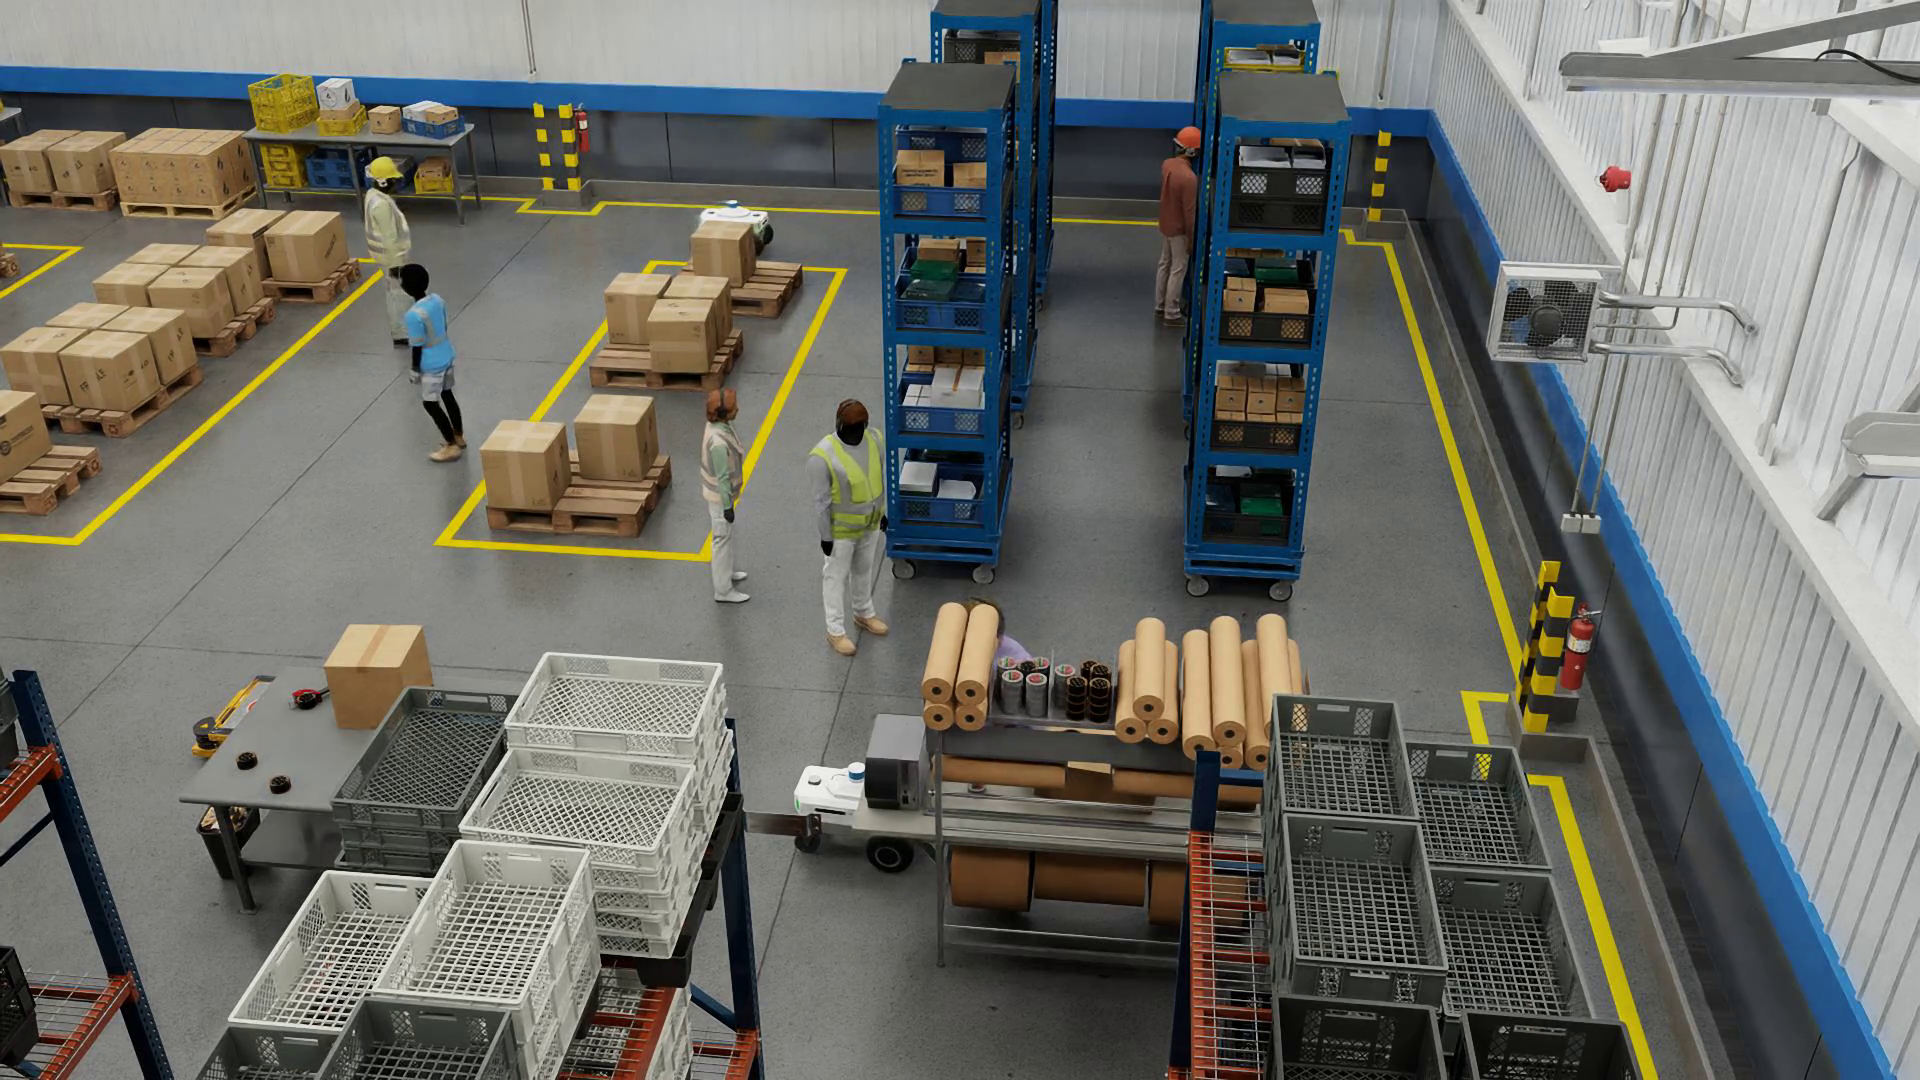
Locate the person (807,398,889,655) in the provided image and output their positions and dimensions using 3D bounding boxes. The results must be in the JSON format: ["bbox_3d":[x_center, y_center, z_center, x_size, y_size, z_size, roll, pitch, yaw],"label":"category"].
[{"bbox_3d":[-0.722,-0.114,11.296,0.430,1.840,0.620,26,39,37],"label":"person"}]

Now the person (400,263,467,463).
[{"bbox_3d":[-4.357,-1.475,13.784,0.334,1.686,0.545,2,30,4],"label":"person"}]

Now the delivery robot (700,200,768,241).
[{"bbox_3d":[-2.478,-3.482,18.256,0.707,0.478,0.477,5,31,9],"label":"delivery robot"}]

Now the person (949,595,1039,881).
[{"bbox_3d":[0.148,1.111,9.104,0.630,1.931,0.369,19,35,29],"label":"person"}]

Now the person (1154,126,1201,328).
[{"bbox_3d":[2.140,-3.044,16.187,0.413,1.984,0.624,-10,32,-17],"label":"person"}]

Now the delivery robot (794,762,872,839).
[{"bbox_3d":[-0.594,1.514,9.675,0.707,0.478,0.477,6,31,10],"label":"delivery robot"}]

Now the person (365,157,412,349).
[{"bbox_3d":[-5.398,-2.728,15.811,0.407,1.821,0.643,-8,31,-14],"label":"person"}]

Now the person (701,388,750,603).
[{"bbox_3d":[-1.678,-0.327,11.868,0.317,1.630,0.510,-5,31,-8],"label":"person"}]
